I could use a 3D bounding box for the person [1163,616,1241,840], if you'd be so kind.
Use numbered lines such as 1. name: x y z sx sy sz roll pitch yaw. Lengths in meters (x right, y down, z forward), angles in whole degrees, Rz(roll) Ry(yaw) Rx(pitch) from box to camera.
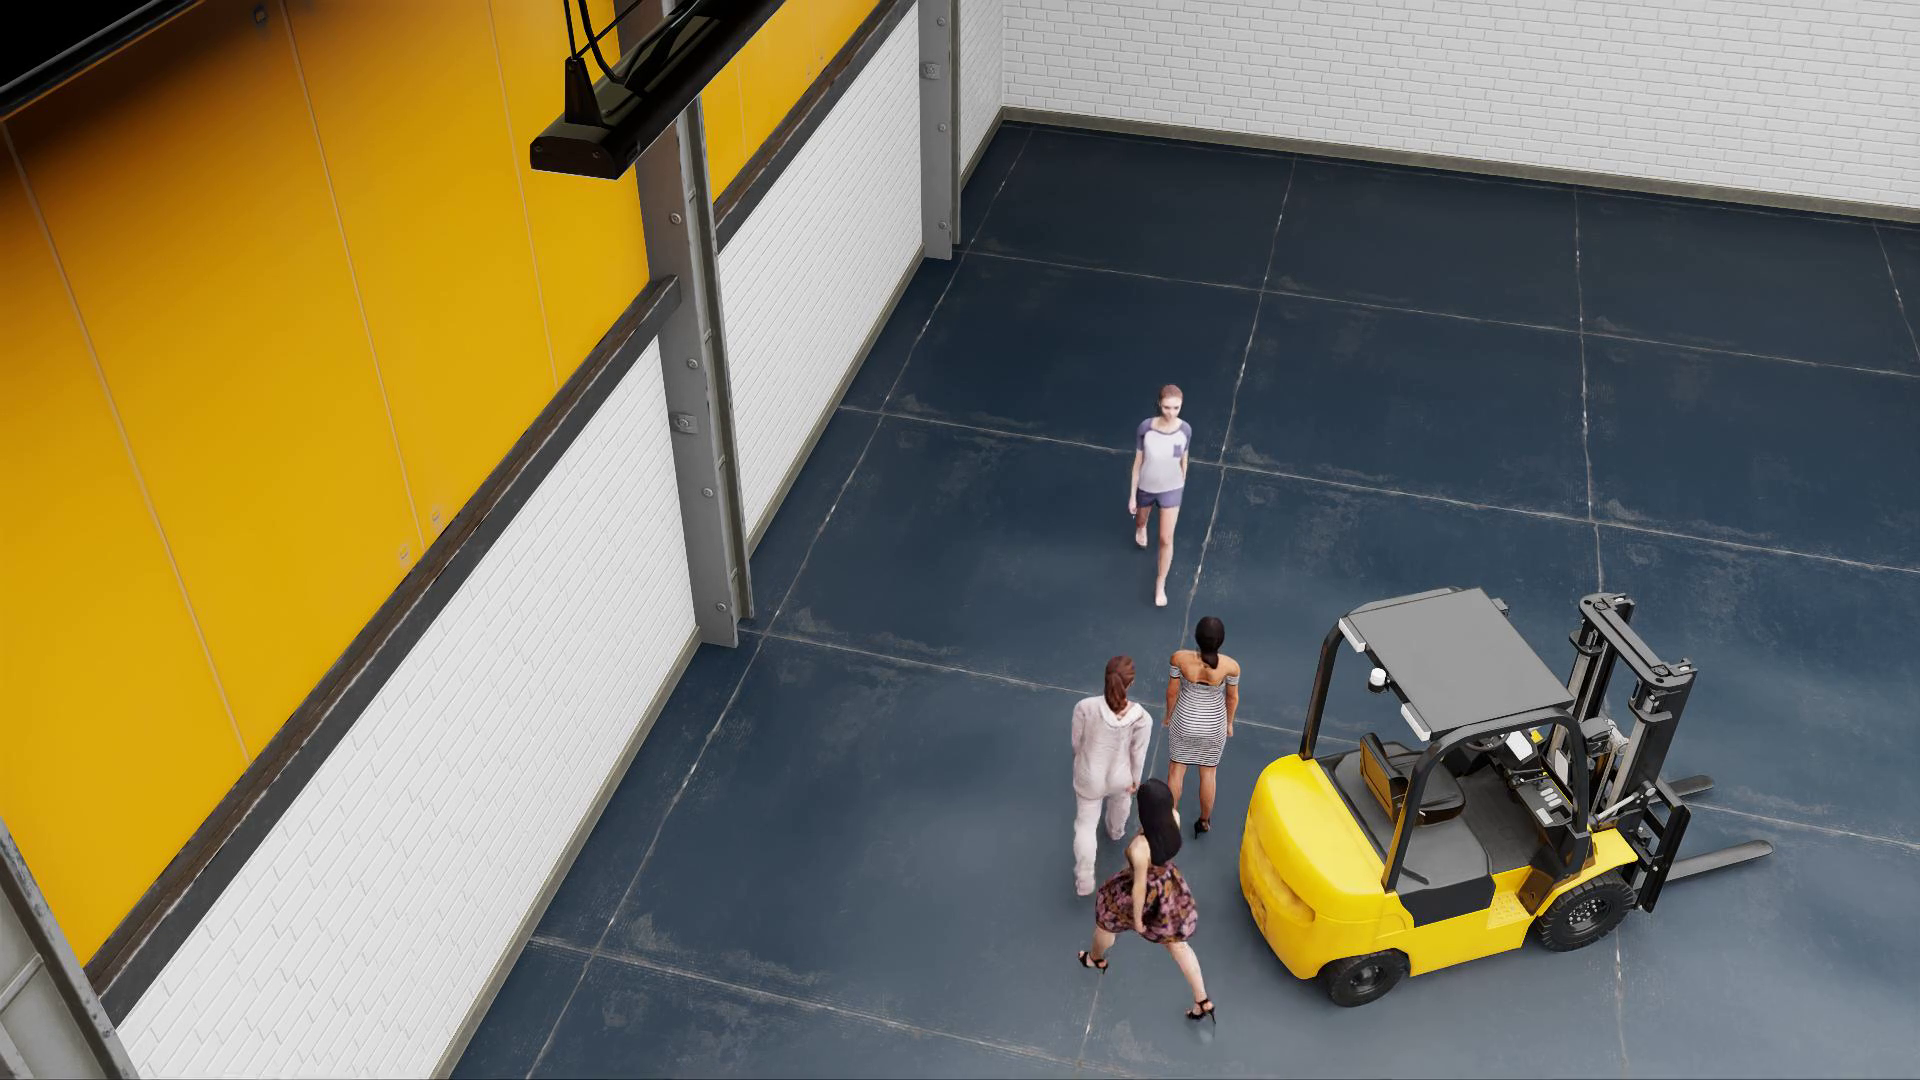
1. person: 1.471 1.172 10.295 0.596 1.821 0.525 8 39 9

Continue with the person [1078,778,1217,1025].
1. person: 1.144 2.042 9.278 1.063 1.729 1.180 30 47 32

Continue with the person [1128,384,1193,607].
1. person: 1.465 -0.431 12.372 0.668 1.733 1.119 5 39 6

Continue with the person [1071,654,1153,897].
1. person: 0.874 1.443 10.083 0.707 1.660 1.089 5 39 6
